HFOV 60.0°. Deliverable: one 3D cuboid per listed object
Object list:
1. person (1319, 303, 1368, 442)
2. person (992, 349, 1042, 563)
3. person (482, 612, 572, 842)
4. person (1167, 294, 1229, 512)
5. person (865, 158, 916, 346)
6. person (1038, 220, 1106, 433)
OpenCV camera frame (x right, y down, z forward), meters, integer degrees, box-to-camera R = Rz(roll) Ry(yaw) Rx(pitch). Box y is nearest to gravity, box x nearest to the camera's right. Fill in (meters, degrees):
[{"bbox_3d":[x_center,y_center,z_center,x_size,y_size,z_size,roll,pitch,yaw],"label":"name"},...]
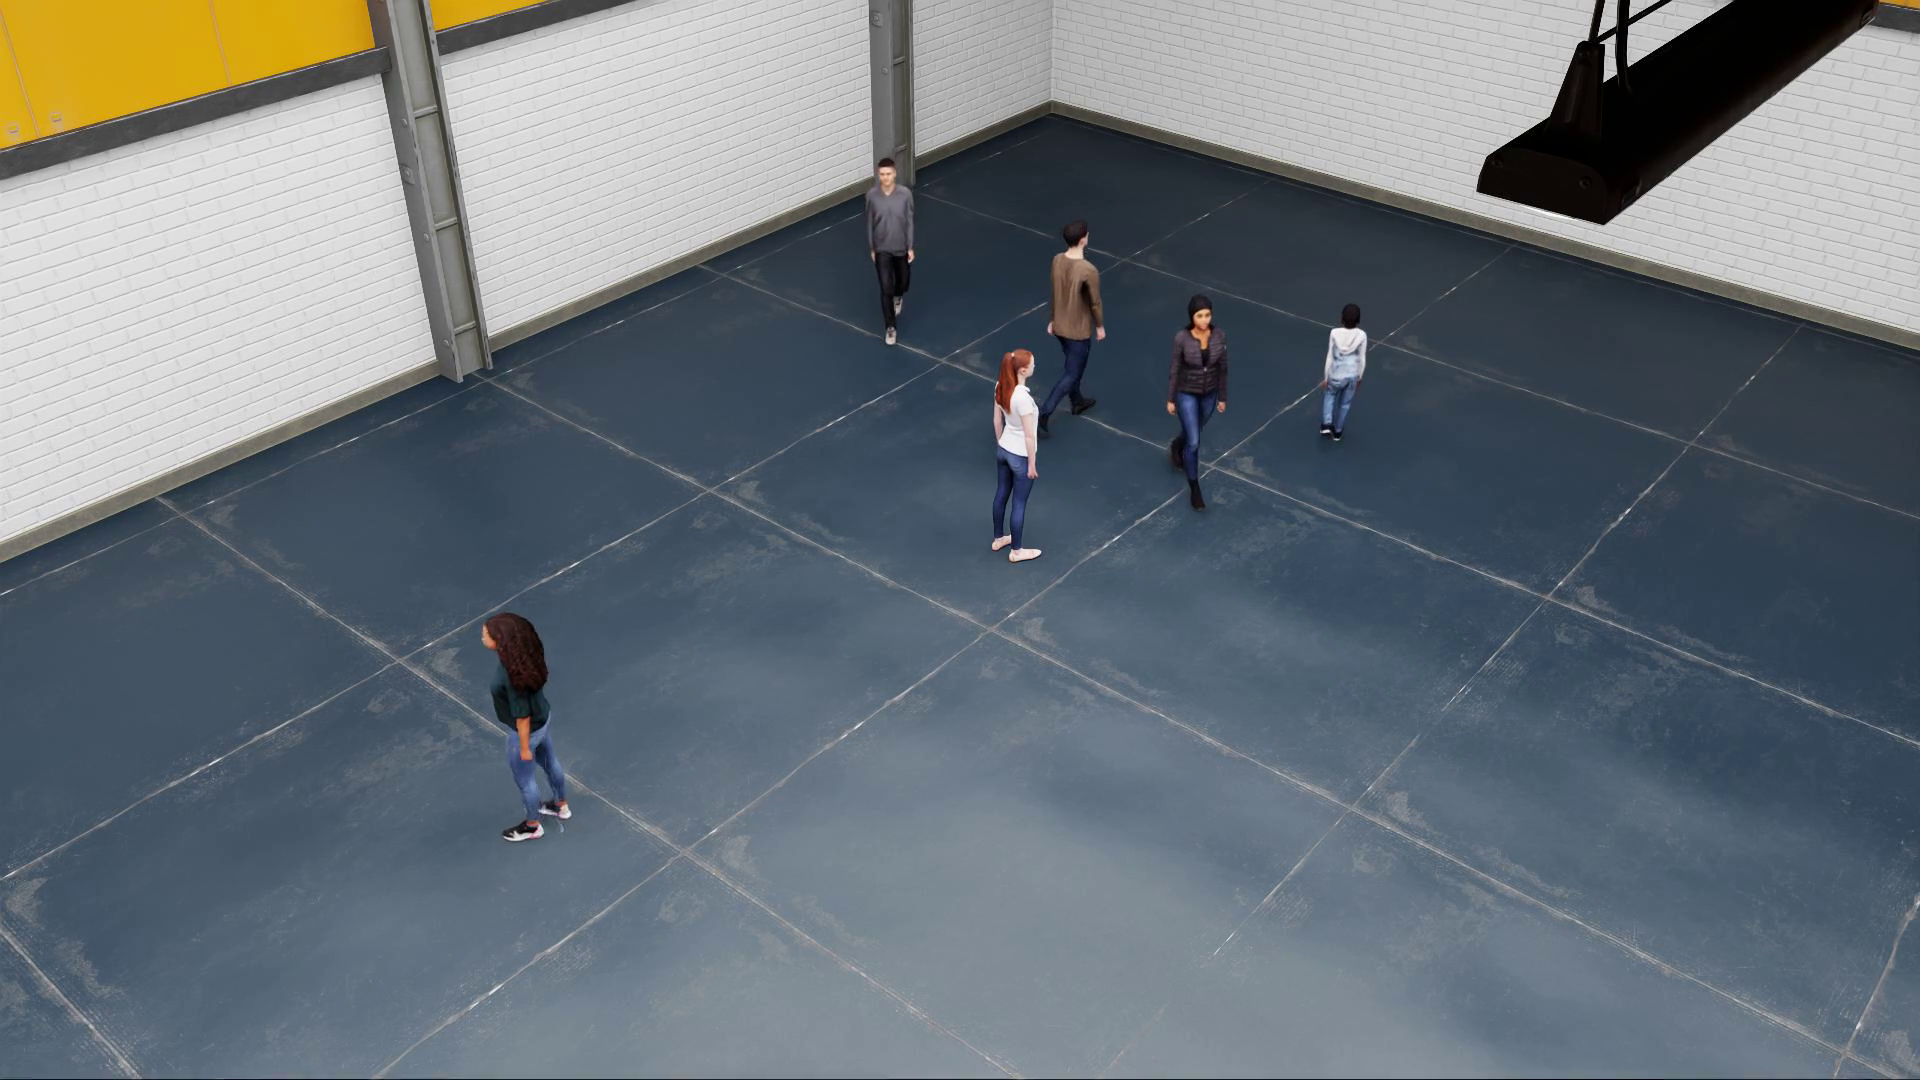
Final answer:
[{"bbox_3d":[3.256,-1.395,14.123,0.560,1.251,0.612,9,35,13],"label":"person"},{"bbox_3d":[0.406,-0.645,12.556,0.602,1.737,0.626,-21,39,-28],"label":"person"},{"bbox_3d":[-2.583,1.104,10.036,0.806,1.614,0.743,1,34,2],"label":"person"},{"bbox_3d":[1.875,-1.172,13.375,1.148,1.708,1.138,-7,34,-10],"label":"person"},{"bbox_3d":[-0.640,-2.788,15.775,1.018,1.744,1.080,-2,34,-3],"label":"person"},{"bbox_3d":[0.908,-1.781,14.154,1.152,1.861,0.793,-25,41,-32],"label":"person"}]
